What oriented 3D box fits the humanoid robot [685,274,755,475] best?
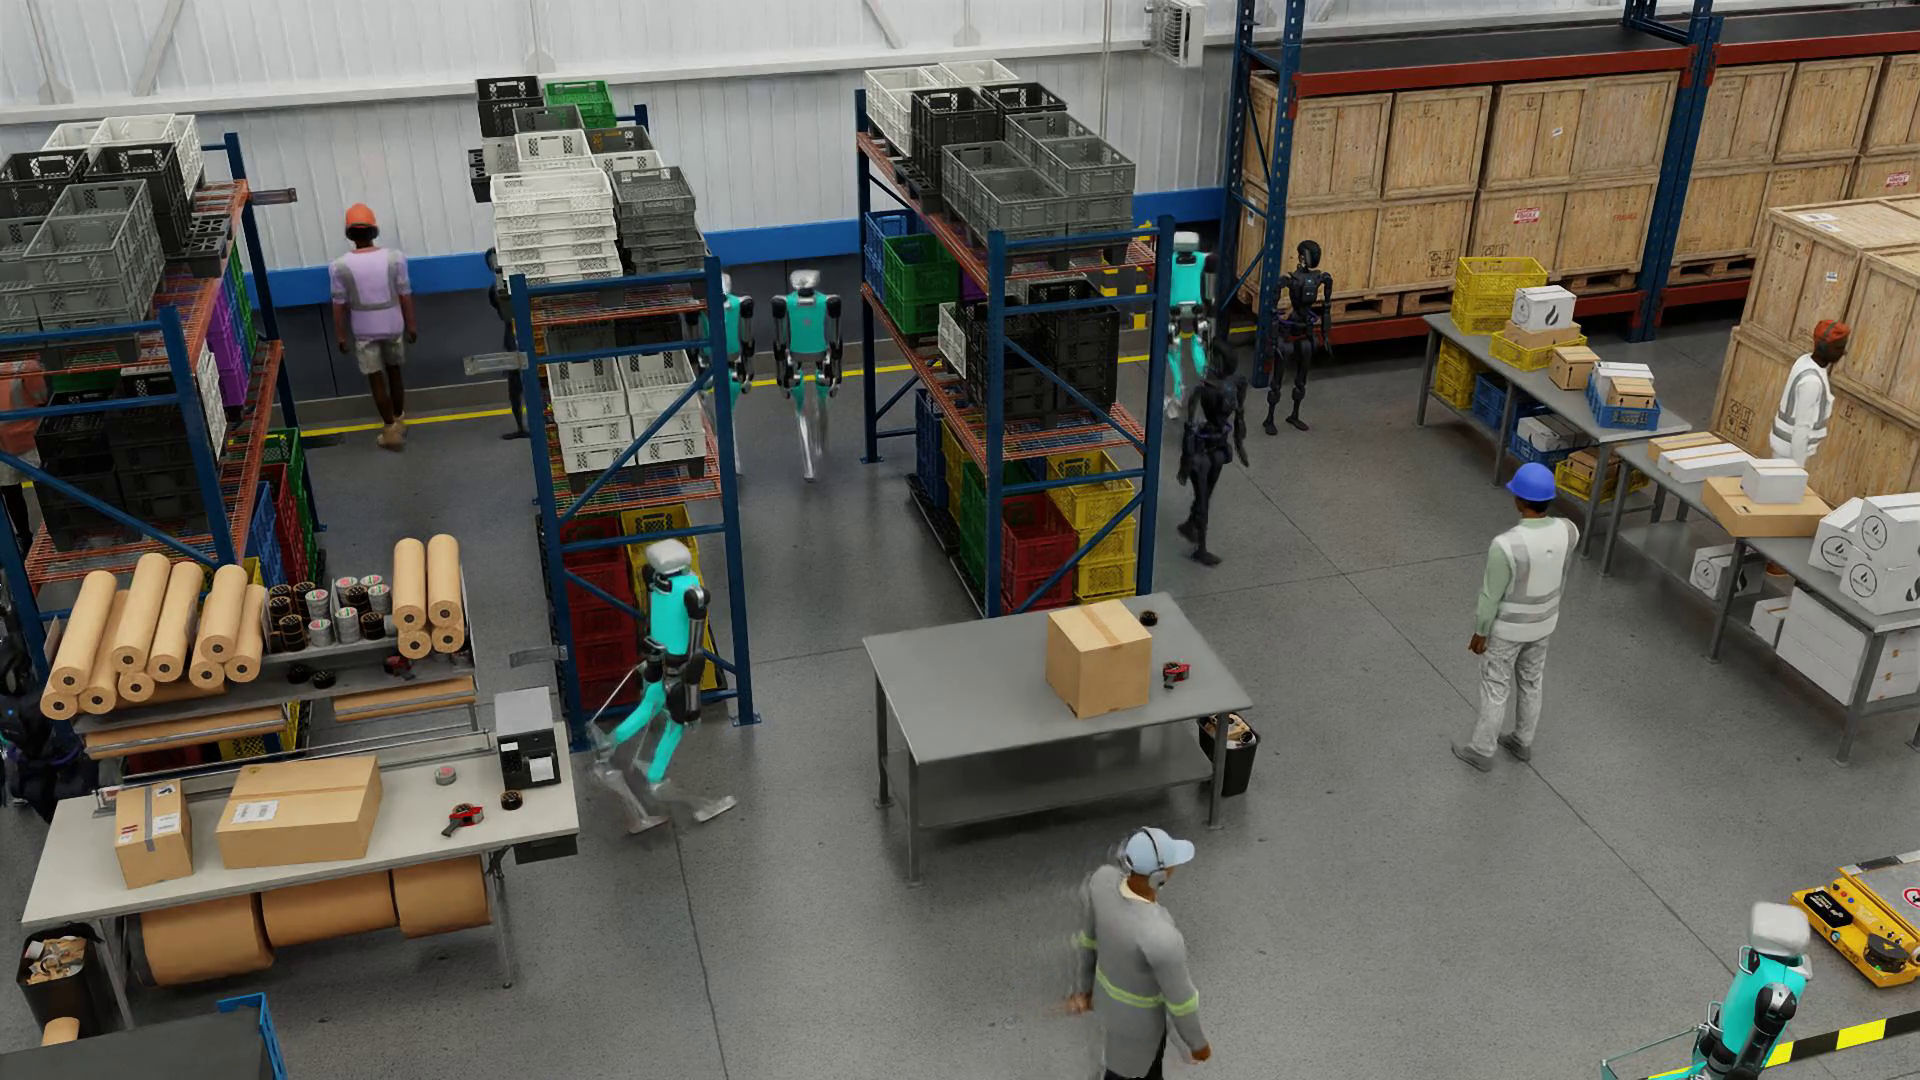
[{"bbox_3d":[-1.921,-1.356,13.105,0.530,1.715,1.044,-10,30,-18],"label":"humanoid robot"}]

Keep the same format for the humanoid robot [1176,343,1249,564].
[{"bbox_3d":[1.792,-0.650,11.914,0.602,1.640,0.678,-18,33,-29],"label":"humanoid robot"}]

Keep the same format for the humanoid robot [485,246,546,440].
[{"bbox_3d":[-3.573,-1.613,13.646,0.565,1.640,0.607,-4,29,-8],"label":"humanoid robot"}]

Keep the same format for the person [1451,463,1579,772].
[{"bbox_3d":[3.206,0.454,9.606,0.606,1.939,0.422,-13,31,-22],"label":"person"}]

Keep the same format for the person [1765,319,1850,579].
[{"bbox_3d":[5.865,-0.653,11.674,0.353,1.881,0.574,11,31,20],"label":"person"}]

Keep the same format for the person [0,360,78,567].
[{"bbox_3d":[-6.652,-0.703,11.679,0.611,1.963,0.362,-4,29,-7],"label":"person"}]

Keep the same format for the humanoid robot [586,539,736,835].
[{"bbox_3d":[-1.703,0.888,9.014,0.902,1.749,0.546,-23,36,-35],"label":"humanoid robot"}]

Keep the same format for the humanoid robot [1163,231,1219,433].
[{"bbox_3d":[1.853,-1.582,13.530,0.544,1.745,1.014,-2,29,-3],"label":"humanoid robot"}]

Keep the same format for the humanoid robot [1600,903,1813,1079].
[{"bbox_3d":[2.864,2.099,6.674,0.735,1.681,0.533,12,31,21],"label":"humanoid robot"}]

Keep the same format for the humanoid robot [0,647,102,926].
[{"bbox_3d":[-4.678,1.222,8.489,0.612,1.626,0.622,2,29,3],"label":"humanoid robot"}]

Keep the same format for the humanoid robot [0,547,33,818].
[{"bbox_3d":[-5.464,0.827,9.240,0.543,1.886,0.775,-7,30,-13],"label":"humanoid robot"}]

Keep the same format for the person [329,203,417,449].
[{"bbox_3d":[-4.714,-1.718,13.461,0.618,2.033,0.527,-13,31,-22],"label":"person"}]

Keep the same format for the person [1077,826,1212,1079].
[{"bbox_3d":[0.838,1.946,7.011,0.844,1.821,0.595,-11,31,-19],"label":"person"}]

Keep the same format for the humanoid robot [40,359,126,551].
[{"bbox_3d":[-6.378,-0.664,11.903,0.603,1.649,0.310,-19,34,-31],"label":"humanoid robot"}]

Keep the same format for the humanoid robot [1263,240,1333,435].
[{"bbox_3d":[2.792,-1.677,13.732,0.599,1.659,0.315,-8,30,-14],"label":"humanoid robot"}]

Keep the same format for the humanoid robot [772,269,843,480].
[{"bbox_3d":[-1.190,-1.328,13.131,0.531,1.867,0.800,-3,29,-5],"label":"humanoid robot"}]

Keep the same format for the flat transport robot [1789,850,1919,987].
[{"bbox_3d":[5.163,1.916,8.676,1.431,0.231,0.659,-8,30,-14],"label":"flat transport robot"}]
